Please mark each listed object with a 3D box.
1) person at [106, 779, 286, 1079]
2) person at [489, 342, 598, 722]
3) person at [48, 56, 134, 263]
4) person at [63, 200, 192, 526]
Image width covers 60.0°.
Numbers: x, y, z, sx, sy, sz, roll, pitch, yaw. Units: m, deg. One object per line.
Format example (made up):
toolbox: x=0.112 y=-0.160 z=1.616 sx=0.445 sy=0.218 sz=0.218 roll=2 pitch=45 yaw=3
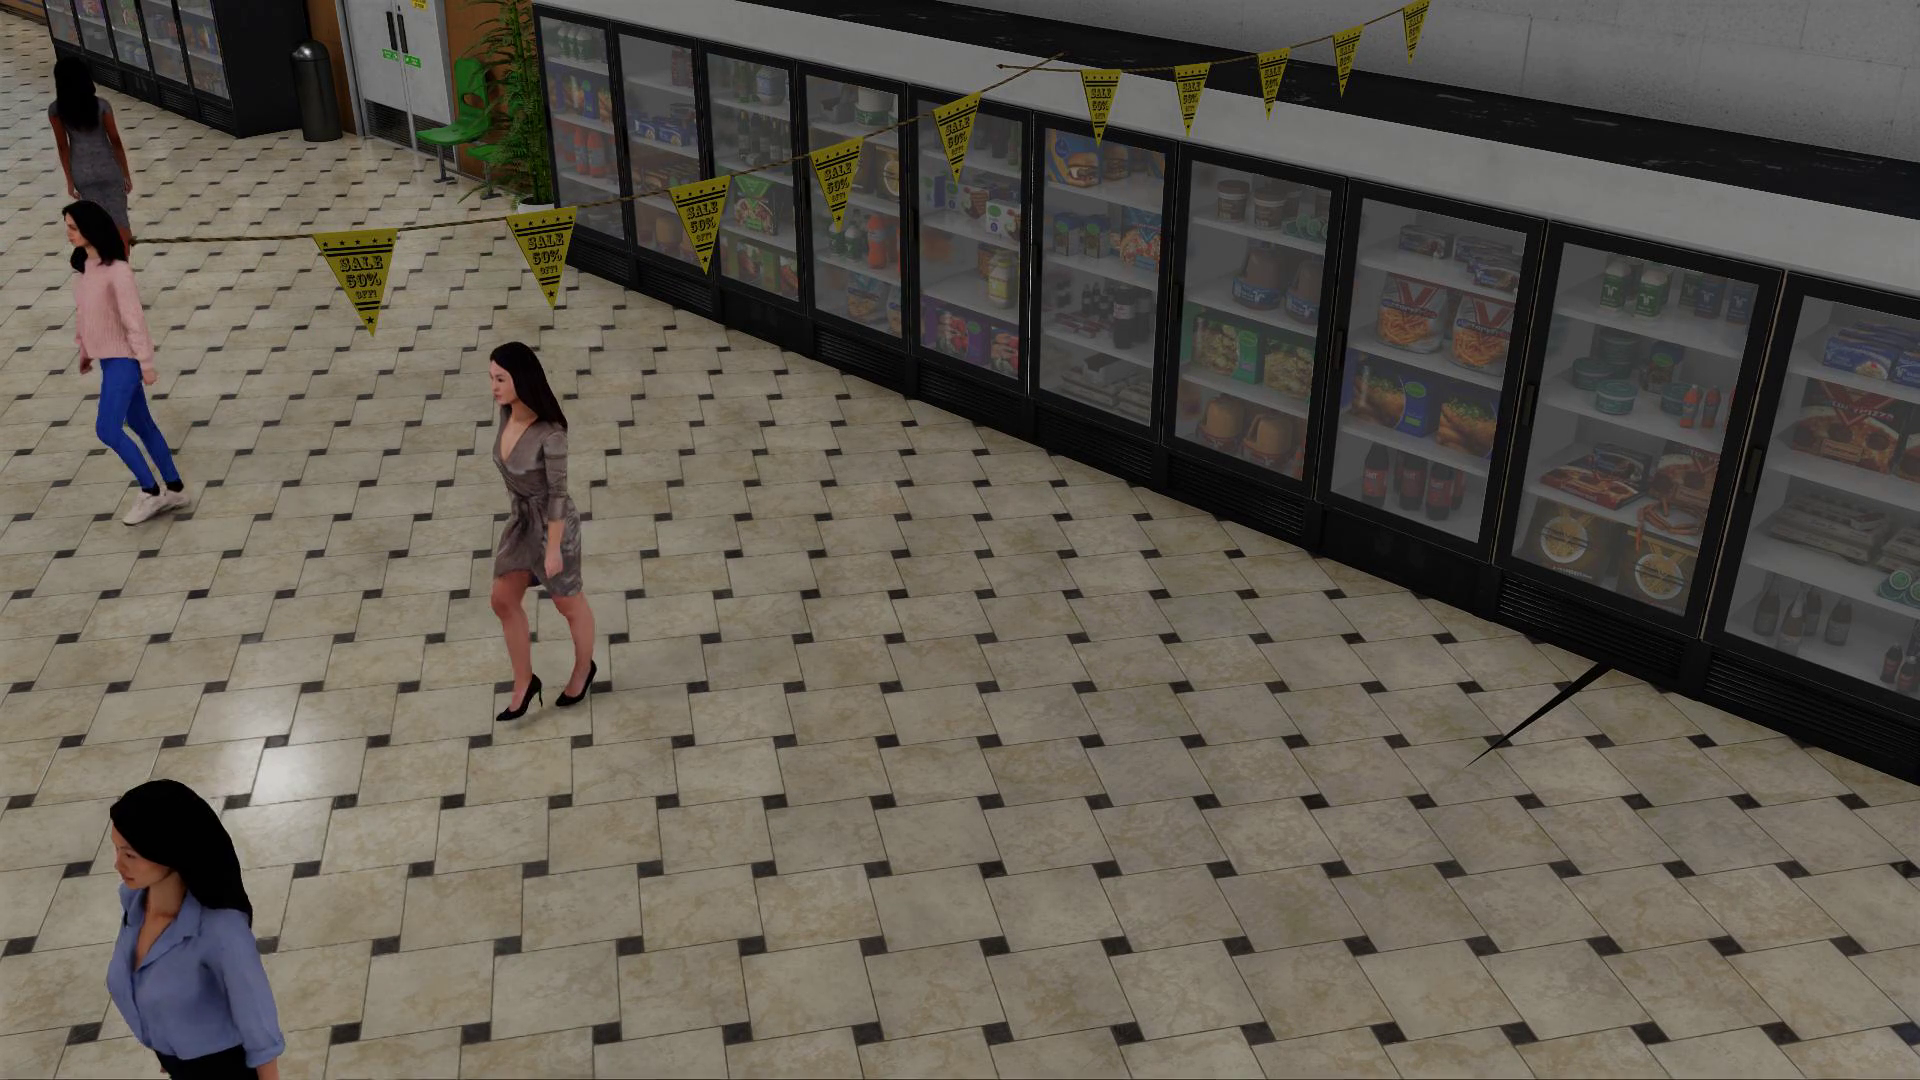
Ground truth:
person: x=-1.870 y=1.339 z=4.388 sx=0.799 sy=1.724 sz=1.103 roll=16 pitch=31 yaw=29
person: x=-1.714 y=-0.044 z=7.115 sx=0.656 sy=1.725 sz=0.738 roll=21 pitch=33 yaw=35
person: x=-6.268 y=-2.588 z=12.095 sx=1.043 sy=1.759 sz=0.929 roll=-9 pitch=28 yaw=-18
person: x=-4.387 y=-0.960 z=8.889 sx=0.641 sy=1.753 sz=0.663 roll=-21 pitch=34 yaw=-36
